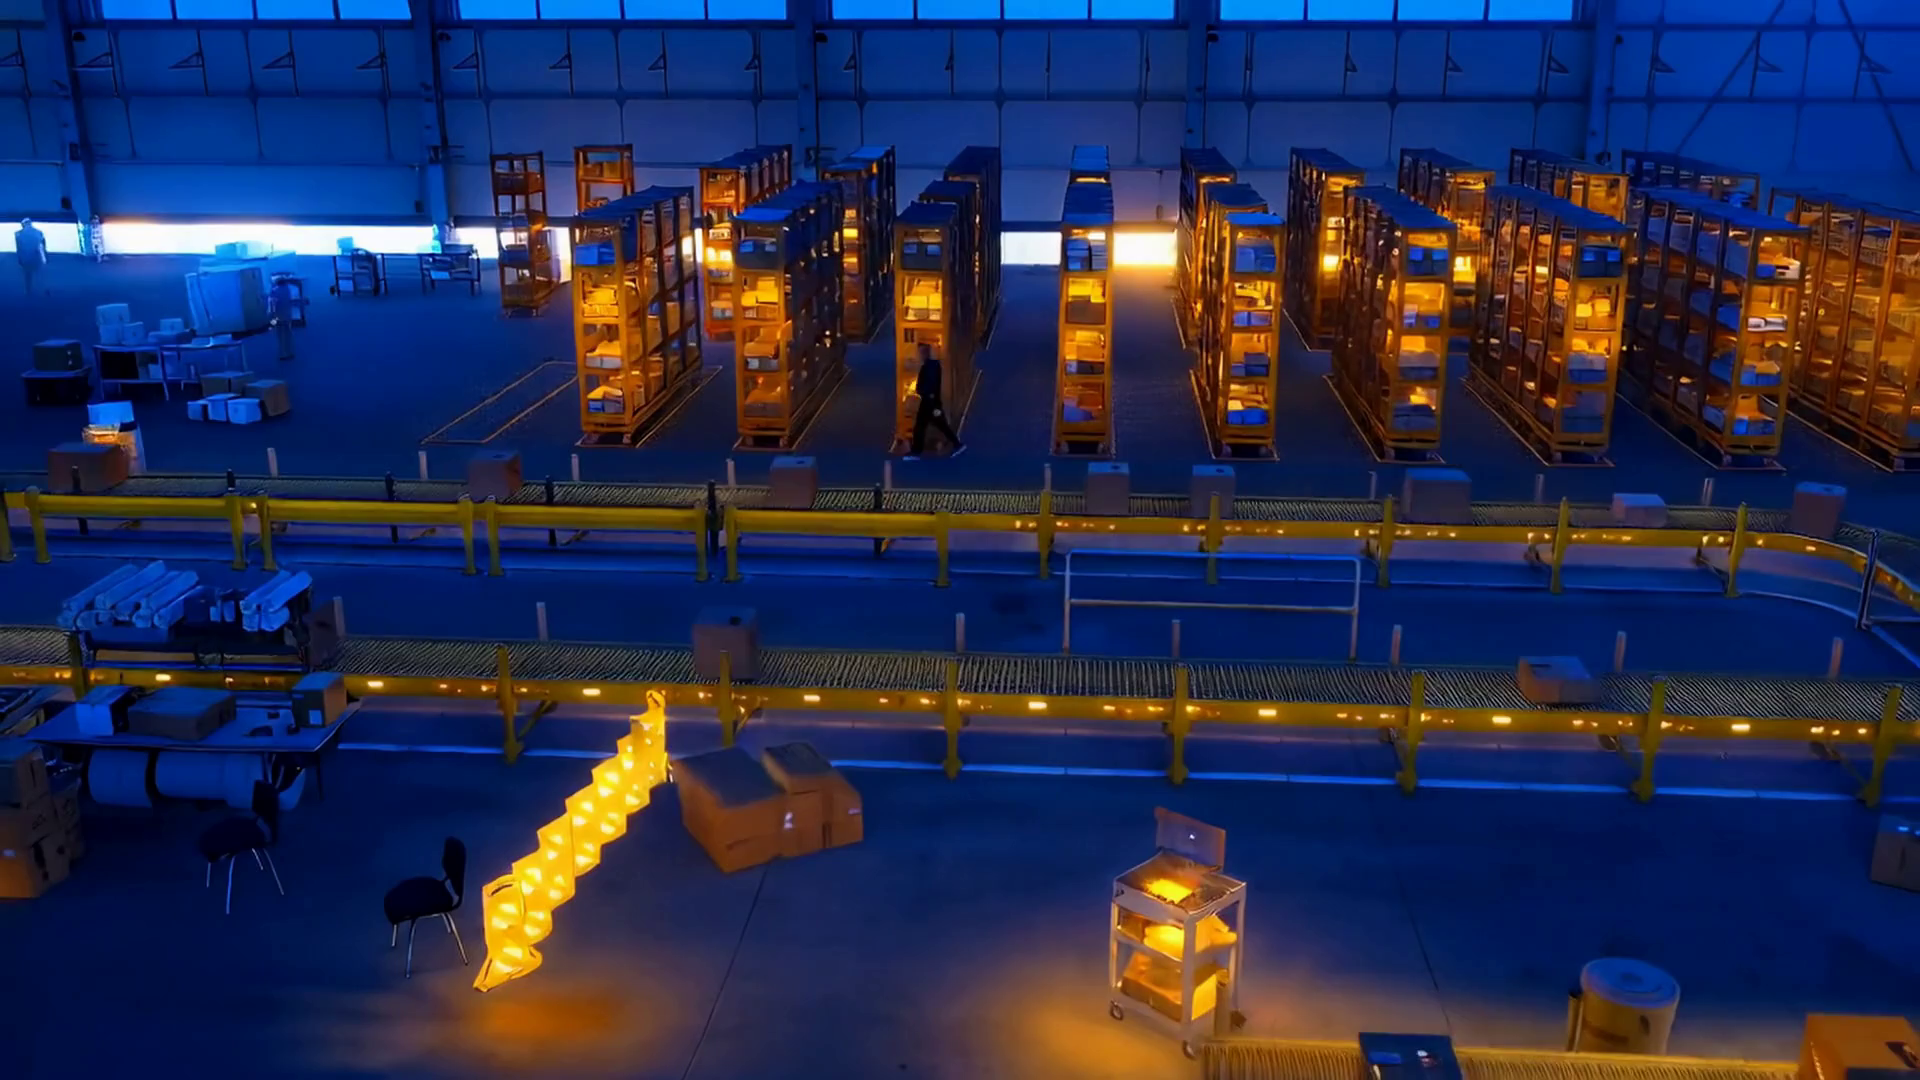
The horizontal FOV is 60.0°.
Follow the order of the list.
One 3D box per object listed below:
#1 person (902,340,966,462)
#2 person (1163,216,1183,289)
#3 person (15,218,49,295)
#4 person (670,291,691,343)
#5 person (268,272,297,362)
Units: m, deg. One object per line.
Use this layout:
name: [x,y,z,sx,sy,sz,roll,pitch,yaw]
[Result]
person: [-0.380,-2.106,25.176,0.921,1.877,0.627,1,18,3]
person: [5.484,-7.133,41.236,0.777,1.809,0.599,-2,18,-6]
person: [-22.473,-6.854,40.290,0.656,1.860,0.981,-15,23,-40]
person: [-5.523,-4.181,31.869,0.936,1.797,0.595,-4,18,-12]
person: [-13.301,-4.374,32.573,0.345,1.746,0.573,7,19,20]
